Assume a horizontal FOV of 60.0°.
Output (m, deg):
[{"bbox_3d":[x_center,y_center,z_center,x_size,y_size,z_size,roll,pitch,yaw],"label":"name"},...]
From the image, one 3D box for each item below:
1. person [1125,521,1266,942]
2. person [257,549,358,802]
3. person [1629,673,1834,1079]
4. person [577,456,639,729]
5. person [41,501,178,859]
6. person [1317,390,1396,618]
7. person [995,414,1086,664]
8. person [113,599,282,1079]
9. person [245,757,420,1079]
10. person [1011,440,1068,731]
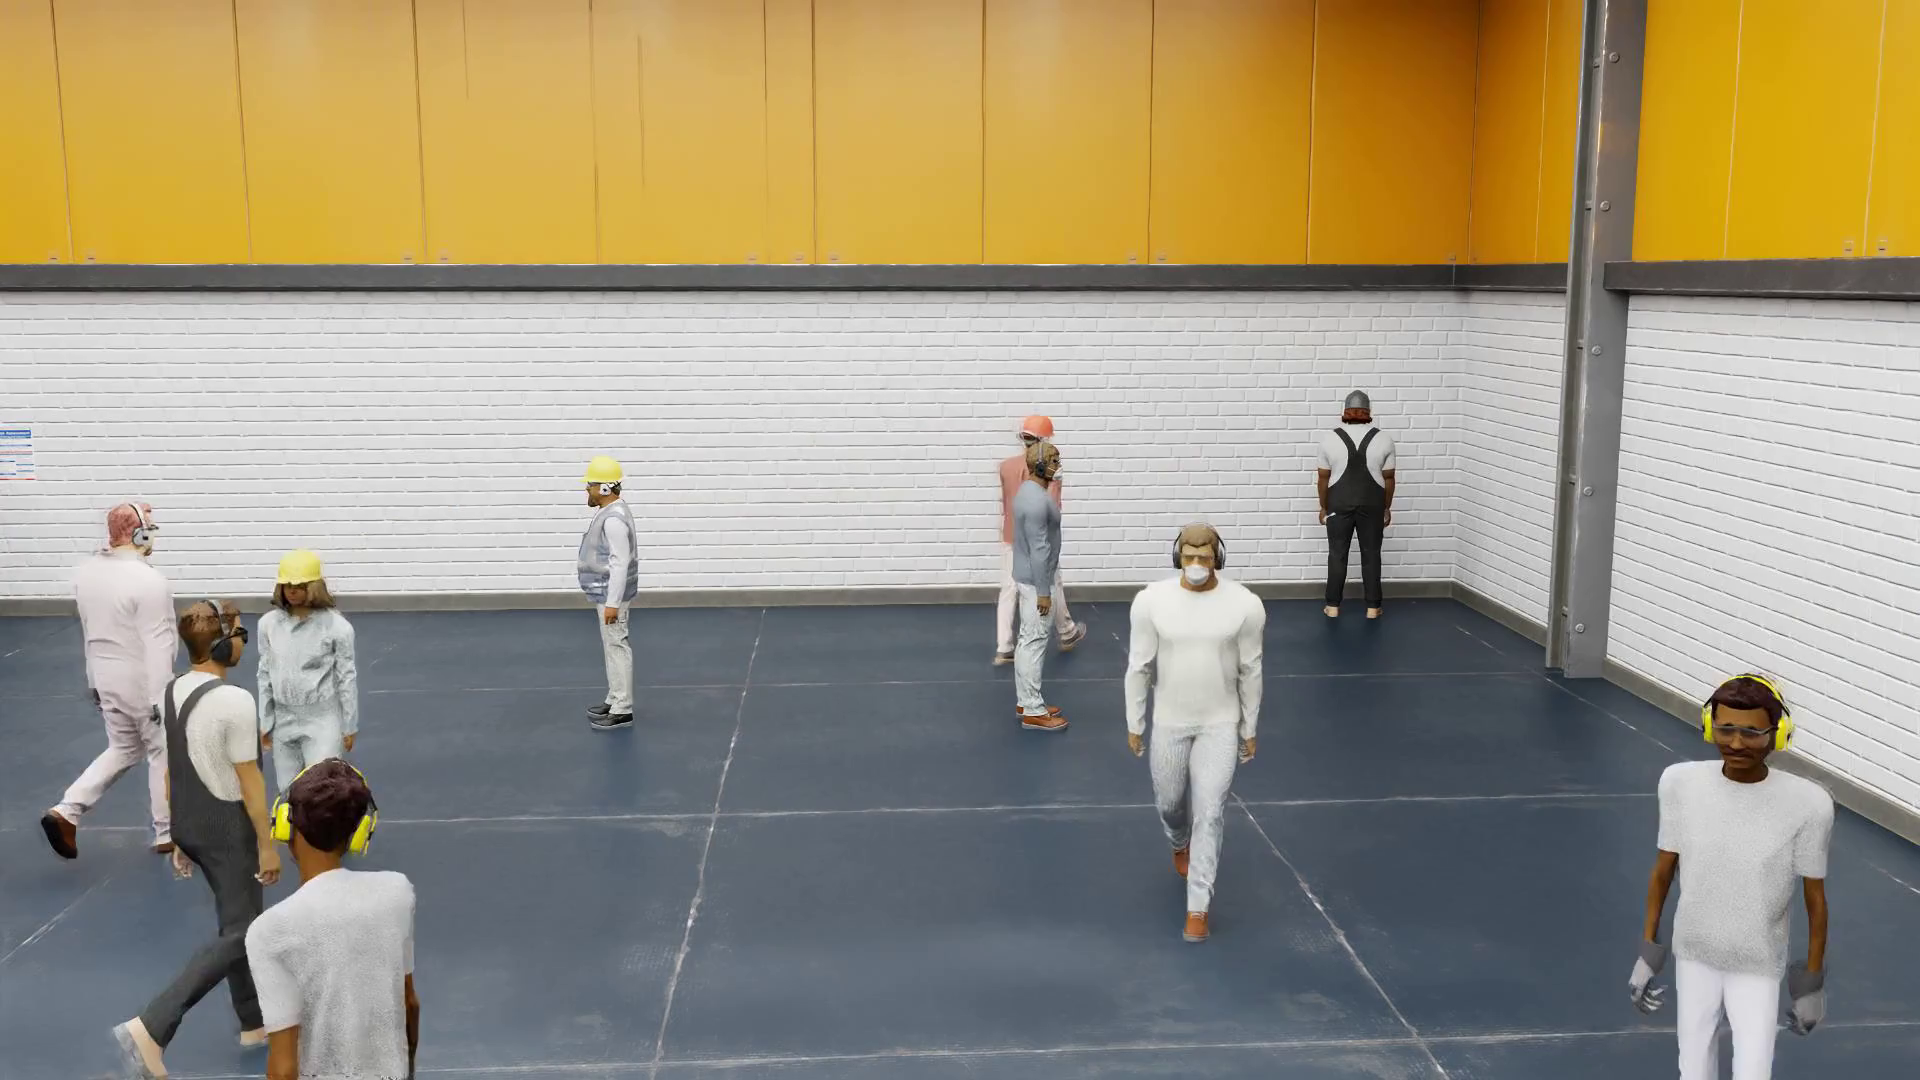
[{"bbox_3d":[1.107,0.840,7.861,0.639,1.912,0.870,2,9,10],"label":"person"},{"bbox_3d":[-3.177,0.872,8.222,0.484,1.723,0.692,1,9,9],"label":"person"},{"bbox_3d":[2.365,1.303,5.123,0.527,1.857,0.443,8,12,41],"label":"person"},{"bbox_3d":[-2.364,0.347,11.187,0.404,1.832,0.600,-2,9,-15],"label":"person"},{"bbox_3d":[-4.311,0.745,8.551,0.653,1.884,0.716,5,10,30],"label":"person"},{"bbox_3d":[3.503,-0.327,14.768,0.680,2.000,0.537,2,9,12],"label":"person"},{"bbox_3d":[0.613,-0.026,13.182,0.614,1.942,1.008,6,11,35],"label":"person"},{"bbox_3d":[-2.851,1.135,6.272,0.525,1.827,0.745,7,11,36],"label":"person"},{"bbox_3d":[-1.521,1.466,4.159,0.498,1.829,0.544,6,11,33],"label":"person"},{"bbox_3d":[0.531,0.298,11.167,0.368,1.939,0.633,-1,9,-3],"label":"person"}]
